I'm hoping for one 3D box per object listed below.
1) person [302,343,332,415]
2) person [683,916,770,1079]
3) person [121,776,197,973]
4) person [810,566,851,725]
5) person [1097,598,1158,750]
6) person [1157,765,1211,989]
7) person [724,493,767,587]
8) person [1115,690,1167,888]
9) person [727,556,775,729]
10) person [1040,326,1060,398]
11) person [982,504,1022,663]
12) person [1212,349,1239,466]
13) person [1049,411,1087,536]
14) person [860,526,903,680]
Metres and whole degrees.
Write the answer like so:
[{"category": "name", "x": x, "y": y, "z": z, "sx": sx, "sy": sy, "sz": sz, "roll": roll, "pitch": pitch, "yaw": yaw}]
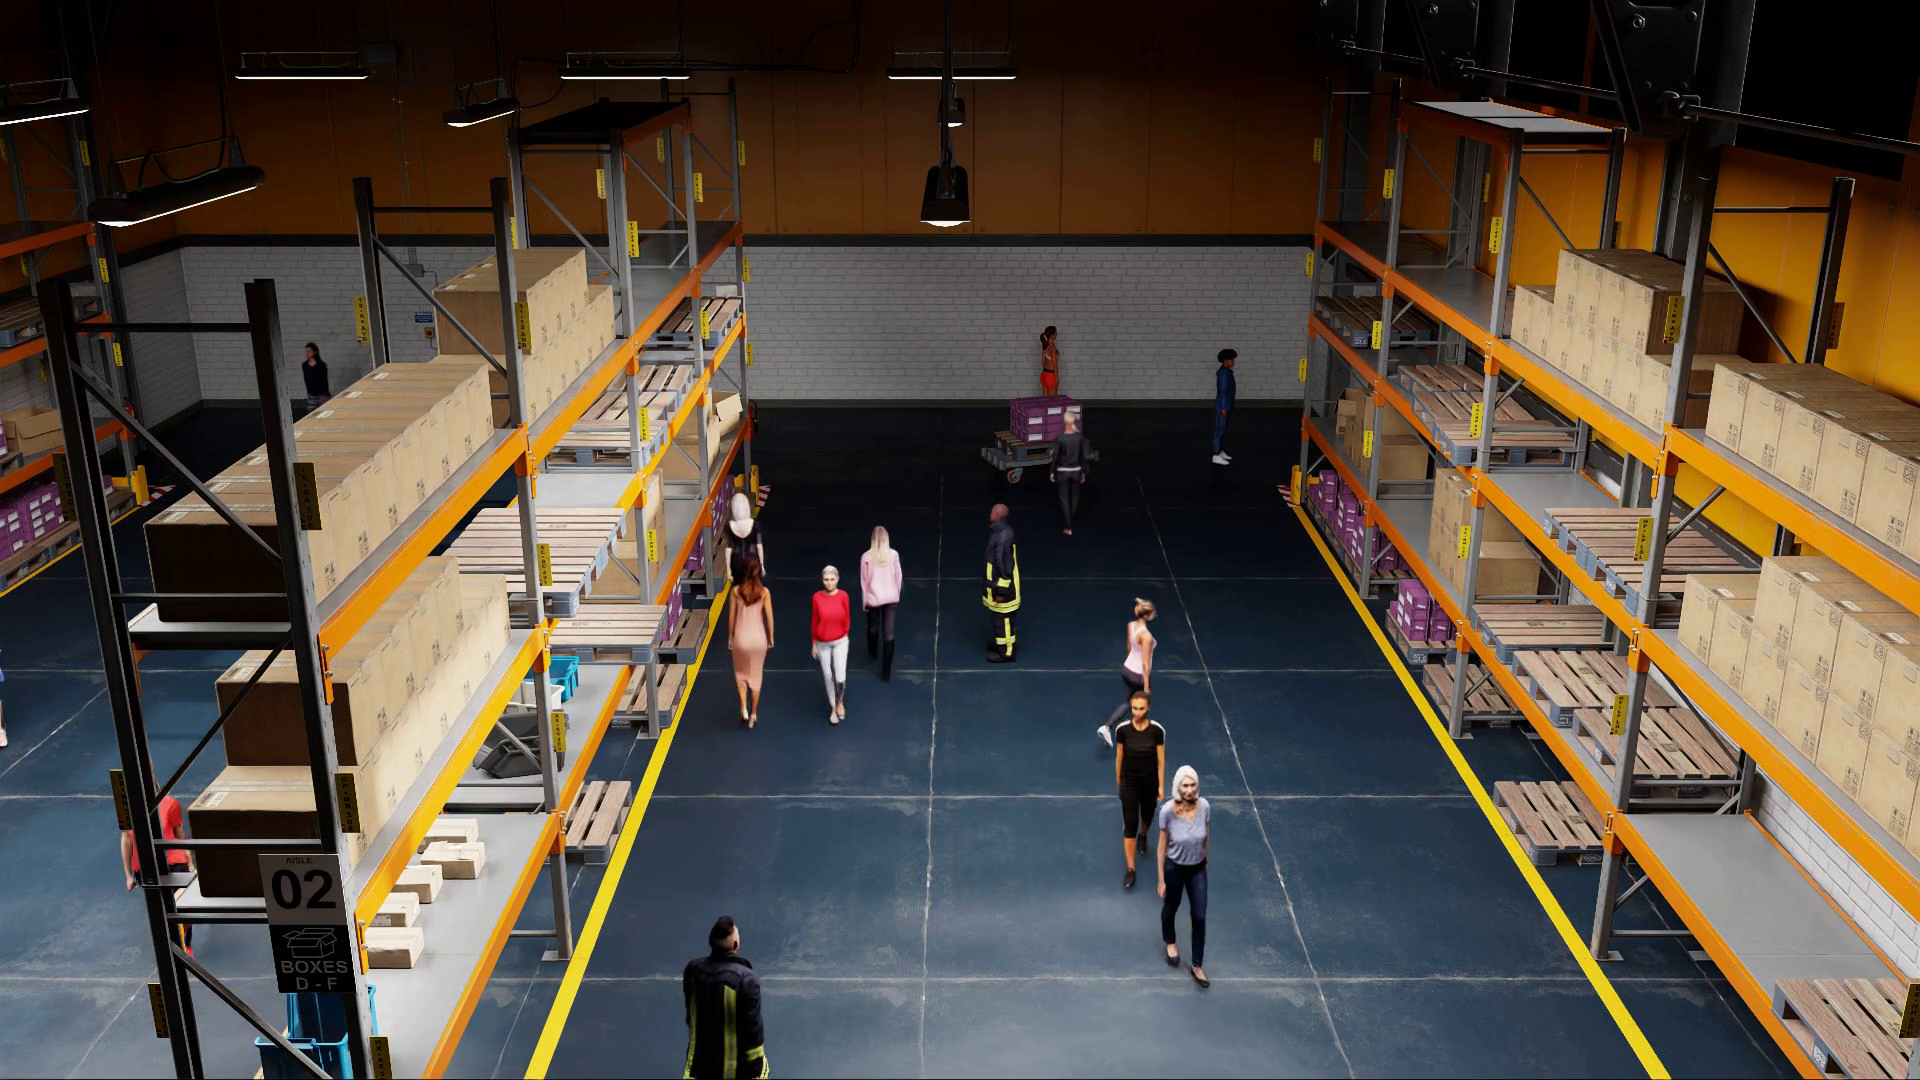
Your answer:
[{"category": "person", "x": -10.393, "y": -2.374, "z": 27.103, "sx": 0.770, "sy": 1.698, "sz": 1.047, "roll": 4, "pitch": 19, "yaw": 11}, {"category": "person", "x": -1.502, "y": 3.228, "z": 10.288, "sx": 1.051, "sy": 1.813, "sz": 1.298, "roll": 8, "pitch": 20, "yaw": 22}, {"category": "person", "x": -6.086, "y": 2.477, "z": 12.732, "sx": 0.666, "sy": 1.678, "sz": 0.679, "roll": -3, "pitch": 19, "yaw": -8}, {"category": "person", "x": -1.318, "y": 1.046, "z": 16.972, "sx": 0.554, "sy": 1.683, "sz": 0.592, "roll": -1, "pitch": 19, "yaw": -3}, {"category": "person", "x": 1.655, "y": 1.335, "z": 16.187, "sx": 0.853, "sy": 1.637, "sz": 0.917, "roll": -9, "pitch": 20, "yaw": -24}, {"category": "person", "x": 1.675, "y": 2.475, "z": 12.706, "sx": 0.700, "sy": 1.698, "sz": 0.930, "roll": -3, "pitch": 19, "yaw": -9}, {"category": "person", "x": -2.418, "y": 0.366, "z": 18.781, "sx": 0.624, "sy": 1.817, "sz": 0.898, "roll": -1, "pitch": 19, "yaw": -4}, {"category": "person", "x": 1.547, "y": 2.027, "z": 14.135, "sx": 0.689, "sy": 1.634, "sz": 1.120, "roll": 3, "pitch": 19, "yaw": 8}, {"category": "person", "x": -2.123, "y": 1.065, "z": 16.700, "sx": 0.613, "sy": 1.820, "sz": 0.637, "roll": 0, "pitch": 19, "yaw": -1}, {"category": "person", "x": 1.505, "y": -2.714, "z": 27.968, "sx": 0.721, "sy": 1.792, "sz": 0.628, "roll": -9, "pitch": 21, "yaw": -25}, {"category": "person", "x": 0.478, "y": 0.454, "z": 18.516, "sx": 0.815, "sy": 1.821, "sz": 0.612, "roll": 1, "pitch": 19, "yaw": 4}, {"category": "person", "x": 4.158, "y": -2.119, "z": 26.179, "sx": 0.799, "sy": 1.805, "sz": 0.611, "roll": 6, "pitch": 19, "yaw": 17}, {"category": "person", "x": 1.501, "y": -0.898, "z": 22.718, "sx": 0.775, "sy": 1.700, "sz": 0.994, "roll": -4, "pitch": 19, "yaw": -12}, {"category": "person", "x": -0.843, "y": 0.705, "z": 18.054, "sx": 0.713, "sy": 1.640, "sz": 1.108, "roll": -2, "pitch": 19, "yaw": -6}]
